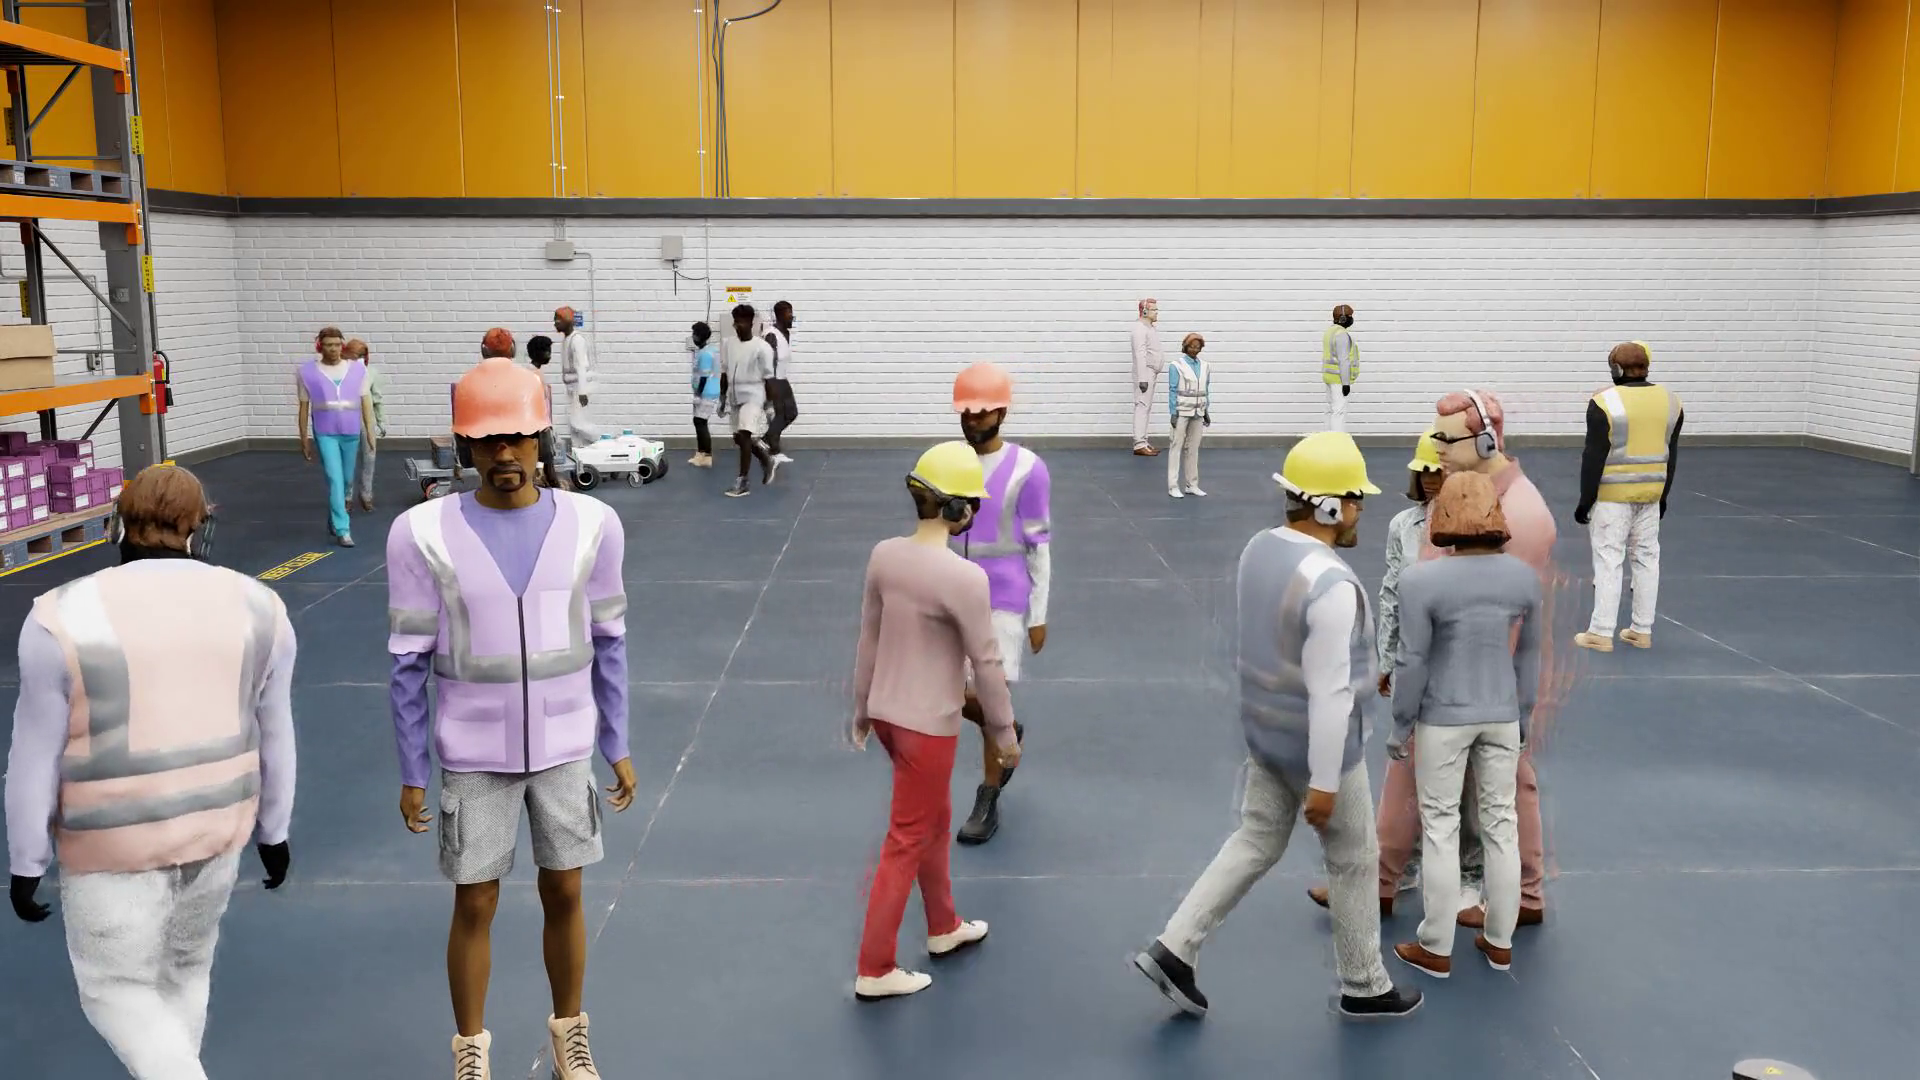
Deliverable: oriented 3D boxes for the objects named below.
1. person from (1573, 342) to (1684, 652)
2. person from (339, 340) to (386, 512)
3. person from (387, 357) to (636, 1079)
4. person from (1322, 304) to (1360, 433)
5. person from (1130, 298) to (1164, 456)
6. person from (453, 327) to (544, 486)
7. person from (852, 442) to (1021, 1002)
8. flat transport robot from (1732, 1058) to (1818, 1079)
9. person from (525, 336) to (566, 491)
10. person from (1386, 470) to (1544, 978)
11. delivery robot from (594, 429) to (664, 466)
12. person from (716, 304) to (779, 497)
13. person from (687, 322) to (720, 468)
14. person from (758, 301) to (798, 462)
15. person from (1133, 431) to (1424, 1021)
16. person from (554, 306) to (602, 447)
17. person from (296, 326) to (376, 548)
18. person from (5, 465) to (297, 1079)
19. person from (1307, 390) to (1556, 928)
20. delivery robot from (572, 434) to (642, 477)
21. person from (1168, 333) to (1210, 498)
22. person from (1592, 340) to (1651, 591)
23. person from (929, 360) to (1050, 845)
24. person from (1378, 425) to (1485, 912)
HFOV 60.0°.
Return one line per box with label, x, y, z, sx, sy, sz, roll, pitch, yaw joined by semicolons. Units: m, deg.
person;3.939;-0.252;9.888;0.621;1.838;0.429;-2;10;-15
person;-5.602;-1.047;15.439;0.558;1.601;0.710;-5;10;-28
person;-1.154;0.546;4.353;0.616;2.041;0.383;-4;10;-23
person;4.564;-1.895;19.945;0.429;1.844;0.623;-1;9;-4
person;2.285;-1.985;20.295;0.410;1.908;0.643;2;10;13
person;-3.263;-0.562;11.742;0.592;1.853;0.813;-5;11;-30
person;-0.041;0.558;5.206;0.743;1.731;0.546;-7;11;-35
flat transport robot;1.871;1.550;3.621;0.652;0.197;1.431;7;12;37
person;-3.896;-1.058;15.401;0.760;1.653;0.546;-2;9;-10
person;1.611;0.591;5.336;0.501;1.631;0.286;-2;9;-11
delivery robot;-3.537;-0.940;17.731;0.707;0.478;0.477;1;9;4
person;-2.095;-1.422;16.791;0.624;1.925;0.838;7;11;35
person;-2.940;-1.669;19.077;0.350;1.677;0.604;-2;10;-13
person;-2.133;-1.853;19.522;0.434;1.901;0.592;3;10;17
person;0.973;0.573;4.917;0.843;1.807;0.586;-3;10;-18
person;-4.240;-1.691;18.631;0.544;1.858;0.584;-6;11;-32
person;-5.202;-0.878;13.832;0.560;1.806;0.934;-7;11;-36
person;-1.891;0.729;3.989;0.711;1.801;0.663;8;12;40
person;1.619;0.434;5.586;0.909;1.862;0.658;-1;9;-9
delivery robot;-3.656;-0.859;17.236;0.707;0.478;0.477;-2;9;-15
person;2.278;-1.239;16.540;0.515;1.639;0.314;-6;11;-32
person;4.709;-0.521;11.750;0.533;1.767;0.325;6;11;33
person;0.123;0.222;6.723;0.546;1.916;0.647;4;10;25
person;1.685;0.456;5.830;0.490;1.741;0.323;8;12;41
